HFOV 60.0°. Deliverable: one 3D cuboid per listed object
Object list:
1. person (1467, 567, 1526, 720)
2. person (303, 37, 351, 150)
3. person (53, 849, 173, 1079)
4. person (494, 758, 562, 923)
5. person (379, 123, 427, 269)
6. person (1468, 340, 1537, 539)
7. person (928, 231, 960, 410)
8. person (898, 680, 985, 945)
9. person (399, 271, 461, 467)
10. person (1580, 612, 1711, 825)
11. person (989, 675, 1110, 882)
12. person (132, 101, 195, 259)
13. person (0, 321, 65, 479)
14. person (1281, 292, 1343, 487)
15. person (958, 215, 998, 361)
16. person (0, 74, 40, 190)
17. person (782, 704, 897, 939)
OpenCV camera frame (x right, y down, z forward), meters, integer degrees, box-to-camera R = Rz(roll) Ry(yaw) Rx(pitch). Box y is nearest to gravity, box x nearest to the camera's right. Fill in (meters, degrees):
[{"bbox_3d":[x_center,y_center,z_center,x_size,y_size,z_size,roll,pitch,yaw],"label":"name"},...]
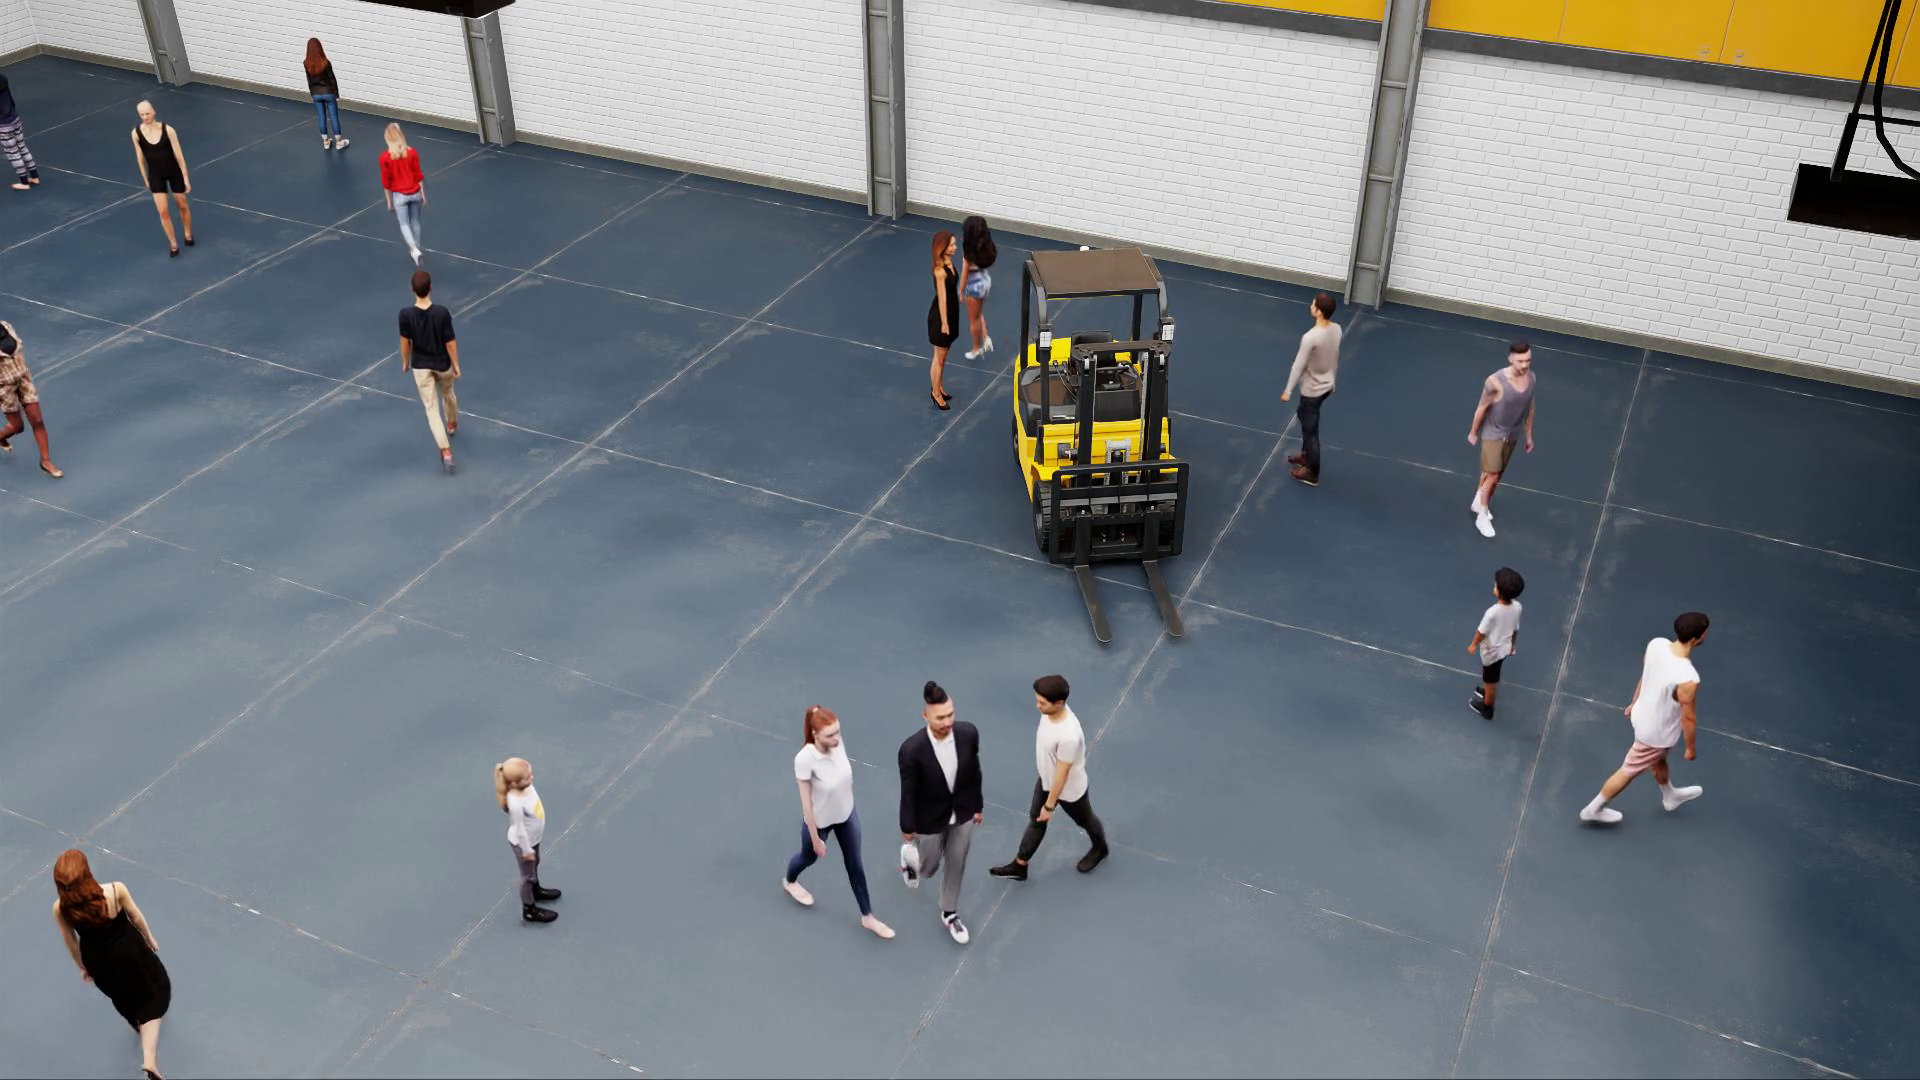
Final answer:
[{"bbox_3d":[4.004,0.802,12.286,0.608,1.246,0.664,-19,38,-26],"label":"person"},{"bbox_3d":[-8.536,-5.989,22.291,0.568,1.481,0.680,0,34,0],"label":"person"},{"bbox_3d":[-4.826,2.440,9.496,0.915,1.608,0.969,-11,35,-16],"label":"person"},{"bbox_3d":[-2.781,1.899,10.609,0.587,1.277,0.553,0,34,-1],"label":"person"},{"bbox_3d":[-6.290,-3.880,18.932,0.937,1.688,1.048,-16,37,-23],"label":"person"},{"bbox_3d":[4.642,-0.983,14.434,0.859,1.823,0.932,-13,36,-18],"label":"person"},{"bbox_3d":[-0.156,-2.144,16.188,0.623,1.834,0.642,4,34,6],"label":"person"},{"bbox_3d":[-0.150,1.630,10.417,1.030,1.937,1.116,-16,37,-22],"label":"person"},{"bbox_3d":[-4.847,-1.539,15.295,1.138,1.814,1.227,-13,36,-18],"label":"person"},{"bbox_3d":[4.591,1.251,11.170,1.226,1.734,1.039,-3,34,-5],"label":"person"},{"bbox_3d":[0.743,1.542,10.793,1.149,1.666,1.108,-14,36,-20],"label":"person"},{"bbox_3d":[-9.263,-4.278,19.440,0.952,1.788,1.010,-12,36,-18],"label":"person"},{"bbox_3d":[-8.646,-1.378,15.088,0.929,1.775,0.573,14,36,20],"label":"person"},{"bbox_3d":[3.258,-1.316,14.926,0.750,1.851,0.750,25,41,33],"label":"person"},{"bbox_3d":[0.229,-2.542,16.988,0.596,1.611,0.589,16,37,23],"label":"person"},{"bbox_3d":[-12.065,-5.309,21.043,0.603,1.730,0.644,5,34,8],"label":"person"},{"bbox_3d":[-0.907,1.734,10.478,1.165,1.696,0.798,26,42,34],"label":"person"}]
